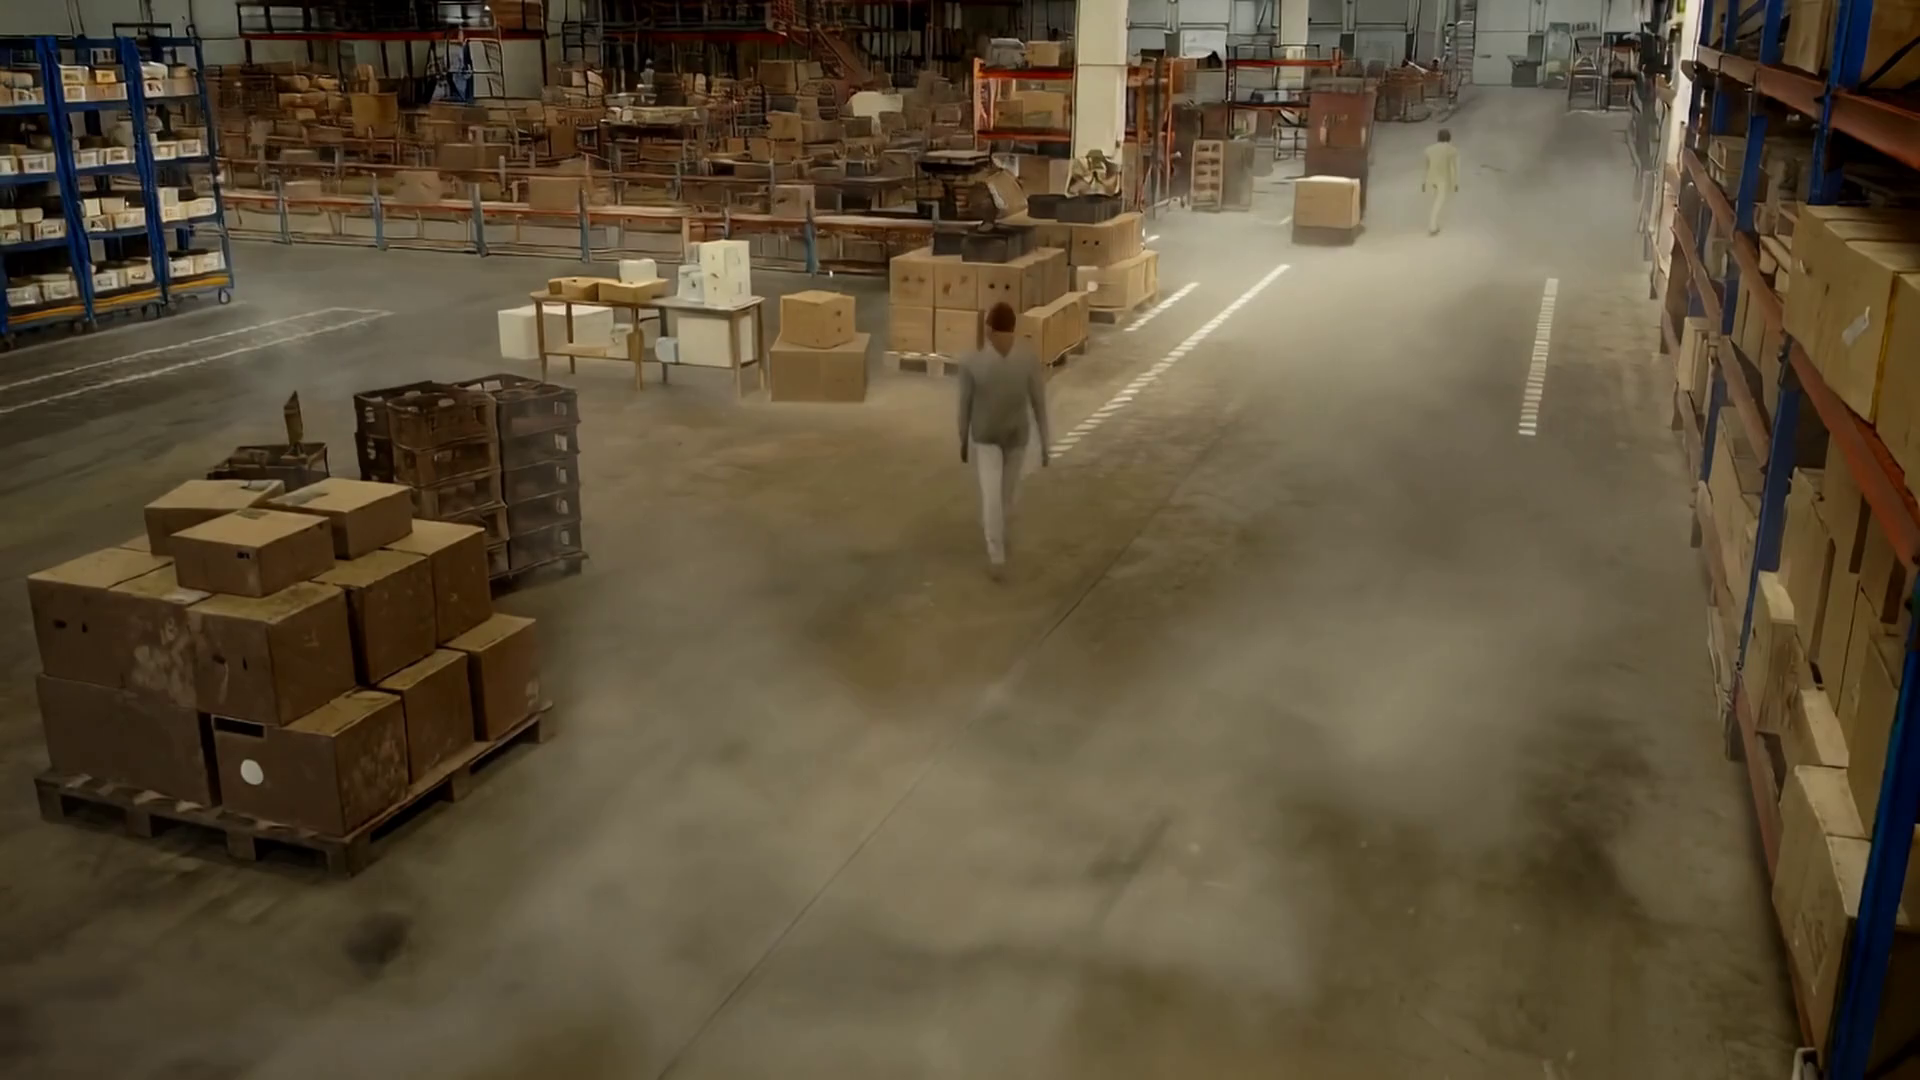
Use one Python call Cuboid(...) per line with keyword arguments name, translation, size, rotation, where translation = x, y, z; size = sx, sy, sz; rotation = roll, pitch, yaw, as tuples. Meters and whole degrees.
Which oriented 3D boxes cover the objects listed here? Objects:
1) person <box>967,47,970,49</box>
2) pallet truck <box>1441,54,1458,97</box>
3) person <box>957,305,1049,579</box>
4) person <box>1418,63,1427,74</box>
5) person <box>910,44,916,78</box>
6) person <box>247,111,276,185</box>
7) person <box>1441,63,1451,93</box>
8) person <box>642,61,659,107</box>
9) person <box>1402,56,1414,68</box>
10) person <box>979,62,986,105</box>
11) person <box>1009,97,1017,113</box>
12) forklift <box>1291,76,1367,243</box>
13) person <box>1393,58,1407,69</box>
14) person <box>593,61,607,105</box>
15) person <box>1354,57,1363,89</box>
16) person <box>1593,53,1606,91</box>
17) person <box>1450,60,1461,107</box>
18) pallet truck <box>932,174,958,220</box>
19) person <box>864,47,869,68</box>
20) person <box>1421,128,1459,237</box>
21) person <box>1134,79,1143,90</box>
Cuboid(name="person", translation=(0.500, -27.598, 96.425), size=(0.382, 1.921, 0.591), rotation=(16, 23, 40))
Cuboid(name="pallet truck", translation=(22.765, -21.886, 78.355), size=(0.823, 1.965, 1.885), rotation=(-4, 18, -14))
Cuboid(name="person", translation=(0.319, -0.727, 11.973), size=(0.638, 1.933, 1.064), rotation=(-3, 18, -10))
Cuboid(name="person", translation=(20.443, -20.261, 73.705), size=(0.493, 1.726, 0.718), rotation=(-10, 20, -28))
Cuboid(name="person", translation=(-2.855, -29.049, 100.872), size=(0.392, 1.990, 0.614), rotation=(-1, 18, -4))
Cuboid(name="person", translation=(-15.902, -8.845, 37.792), size=(0.417, 1.744, 0.530), rotation=(-4, 18, -11))
Cuboid(name="person", translation=(20.106, -18.789, 68.840), size=(0.310, 1.864, 0.534), rotation=(-11, 21, -31))
Cuboid(name="person", translation=(-12.433, -18.224, 66.896), size=(0.811, 1.986, 0.584), rotation=(-11, 21, -31))
Cuboid(name="person", translation=(21.361, -22.202, 79.602), size=(0.636, 1.842, 0.429), rotation=(-3, 18, -10))
Cuboid(name="person", translation=(0.843, -17.939, 65.957), size=(0.376, 1.995, 0.609), rotation=(-2, 18, -7))
Cuboid(name="person", translation=(1.305, -10.711, 43.580), size=(0.581, 1.797, 0.867), rotation=(6, 19, 18))
Cuboid(name="forklift", translation=(6.598, -6.755, 29.381), size=(1.129, 2.768, 1.873), rotation=(6, 19, 19))
Cuboid(name="person", translation=(19.908, -20.855, 75.299), size=(0.644, 1.874, 1.066), rotation=(-1, 18, -3))
Cuboid(name="person", translation=(-15.575, -19.773, 71.964), size=(0.931, 1.838, 0.597), rotation=(10, 20, 28))
Cuboid(name="person", translation=(20.324, -23.801, 84.863), size=(0.570, 1.686, 0.355), rotation=(-12, 21, -32))
Cuboid(name="person", translation=(32.287, -23.641, 84.071), size=(1.041, 1.861, 0.572), rotation=(-16, 24, -41))
Cuboid(name="person", translation=(20.948, -19.275, 70.244), size=(0.364, 1.937, 0.632), rotation=(-2, 18, -5))
Cuboid(name="pallet truck", translation=(-0.507, -5.292, 27.348), size=(0.653, 1.274, 1.630), rotation=(6, 19, 19))
Cuboid(name="person", translation=(-5.698, -28.749, 100.175), size=(0.429, 1.843, 0.633), rotation=(7, 19, 21))
Cuboid(name="person", translation=(8.652, -6.421, 29.889), size=(0.646, 1.913, 0.674), rotation=(13, 22, 35))
Cuboid(name="person", translation=(7.203, -18.047, 66.775), size=(0.939, 1.696, 0.537), rotation=(13, 22, 36))
